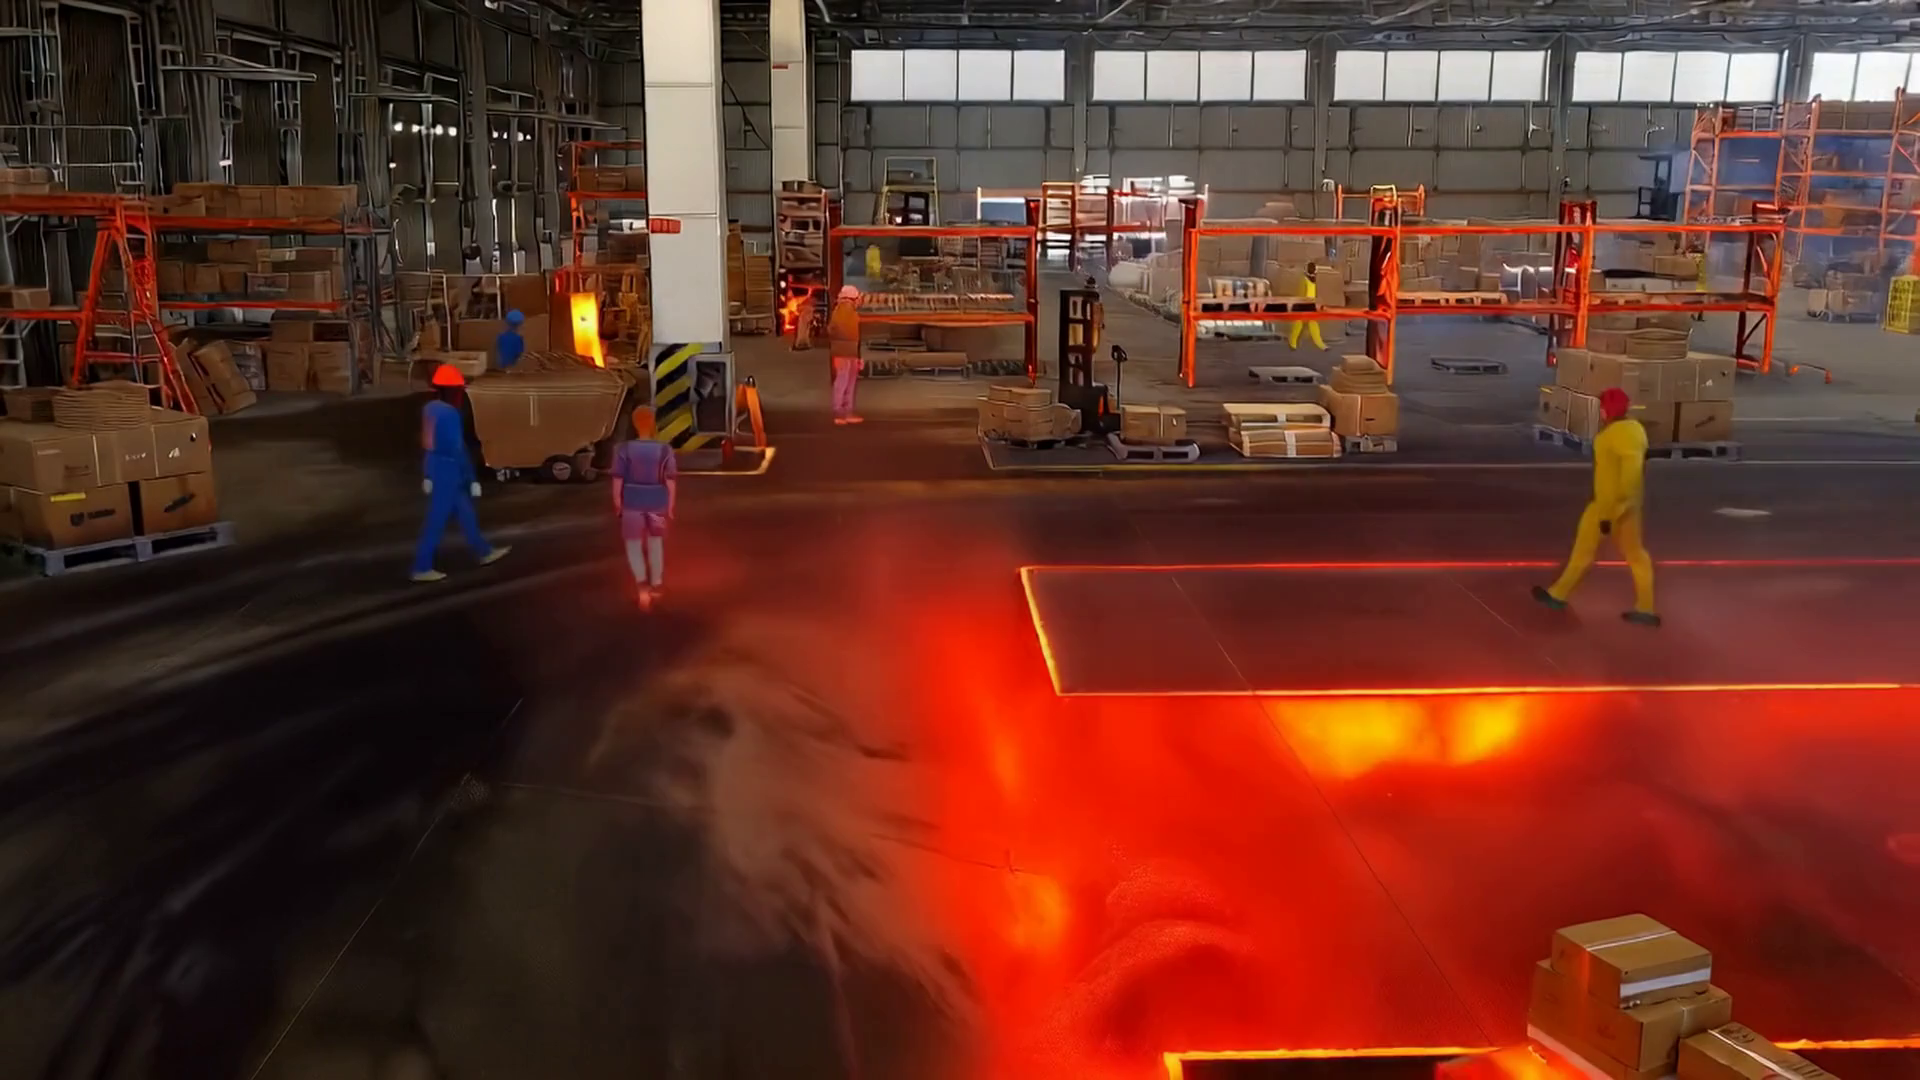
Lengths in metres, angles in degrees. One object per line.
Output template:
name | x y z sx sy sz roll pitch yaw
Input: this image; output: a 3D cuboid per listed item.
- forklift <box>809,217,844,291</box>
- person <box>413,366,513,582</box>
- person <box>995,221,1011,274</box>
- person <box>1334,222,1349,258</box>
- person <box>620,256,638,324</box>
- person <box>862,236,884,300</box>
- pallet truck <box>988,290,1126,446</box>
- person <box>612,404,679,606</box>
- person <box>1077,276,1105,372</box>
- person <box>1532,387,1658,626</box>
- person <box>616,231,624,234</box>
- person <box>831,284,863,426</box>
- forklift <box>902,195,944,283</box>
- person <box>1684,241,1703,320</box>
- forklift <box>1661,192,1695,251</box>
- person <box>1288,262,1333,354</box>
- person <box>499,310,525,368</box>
forklift | -4.375 -8.619 48.637 1.873 2.768 1.129 0 12 -2
person | -4.454 -0.597 14.707 1.009 1.872 0.614 -9 15 -35
person | 1.509 -10.281 58.283 0.372 1.940 0.632 -12 17 -43
person | 12.626 -9.562 55.083 0.393 1.919 0.589 -7 14 -30
person | -6.661 -4.756 33.461 0.356 1.885 0.574 0 12 2
person | -2.274 -7.038 43.780 1.031 1.894 0.636 7 14 27
pallet truck | 1.257 -2.299 22.111 1.885 1.965 0.823 -9 15 -35
person | -2.595 -0.288 13.757 0.543 1.674 0.693 -4 13 -16
person | 2.340 -3.879 29.858 0.502 1.721 0.440 -2 13 -10
person | 5.176 -0.286 13.291 0.653 1.881 1.036 -9 15 -35
person | -9.524 -7.738 46.895 0.902 1.897 0.551 4 13 16
person | -1.583 -2.620 23.563 0.396 1.993 0.617 7 14 30
forklift | -1.388 -9.715 53.582 1.129 2.768 1.873 7 14 28
person | 17.800 -6.306 40.442 0.551 1.911 0.943 -2 13 -8
forklift | 25.570 -11.186 60.228 1.873 2.768 1.129 0 12 -2
person | 6.882 -4.541 32.680 0.972 1.792 0.510 11 17 41
person | -6.079 -2.239 22.471 0.523 1.722 0.915 8 15 32
